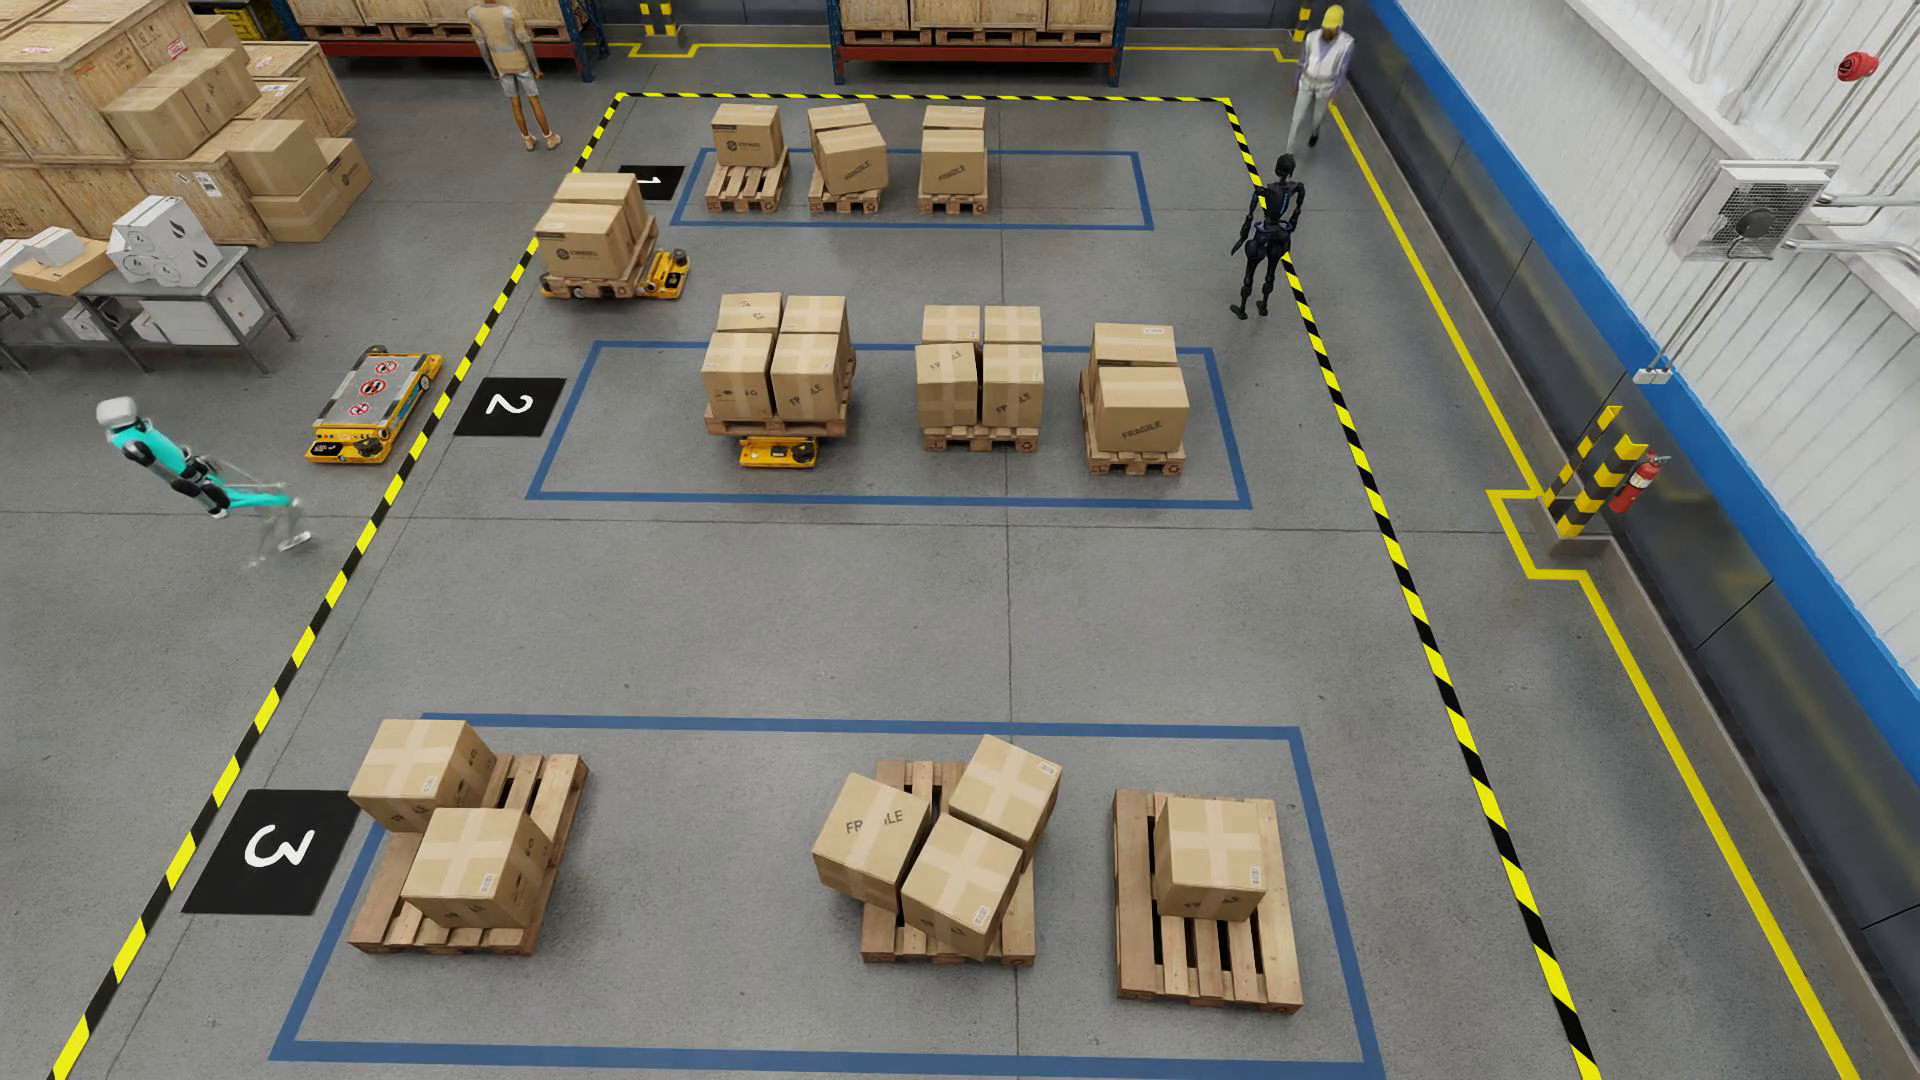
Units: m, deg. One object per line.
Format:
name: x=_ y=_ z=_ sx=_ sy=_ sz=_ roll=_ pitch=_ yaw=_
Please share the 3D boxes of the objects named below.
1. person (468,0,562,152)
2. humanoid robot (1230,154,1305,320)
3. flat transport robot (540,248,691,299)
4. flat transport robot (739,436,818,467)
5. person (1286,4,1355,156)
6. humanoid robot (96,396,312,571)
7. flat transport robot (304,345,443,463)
person: x=-5.399 y=-5.752 z=11.074 sx=0.613 sy=2.039 sz=0.384 roll=-2 pitch=50 yaw=-2
humanoid robot: x=2.978 y=-2.928 z=8.912 sx=0.599 sy=1.657 sz=0.315 roll=-7 pitch=50 yaw=-6
flat transport robot: x=-3.663 y=-2.854 z=9.763 sx=1.431 sy=0.197 sz=0.652 roll=1 pitch=50 yaw=1
flat transport robot: x=-1.582 y=-1.235 z=8.394 sx=0.652 sy=0.197 sz=1.431 roll=1 pitch=50 yaw=1
person: x=4.289 y=-5.471 z=10.988 sx=0.600 sy=1.808 sz=0.655 roll=22 pitch=53 yaw=17
humanoid robot: x=-5.380 y=-0.440 z=6.787 sx=0.799 sy=1.790 sz=0.551 roll=-32 pitch=57 yaw=-24
flat transport robot: x=-5.383 y=-1.269 z=8.441 sx=0.659 sy=0.231 sz=1.431 roll=1 pitch=50 yaw=1
